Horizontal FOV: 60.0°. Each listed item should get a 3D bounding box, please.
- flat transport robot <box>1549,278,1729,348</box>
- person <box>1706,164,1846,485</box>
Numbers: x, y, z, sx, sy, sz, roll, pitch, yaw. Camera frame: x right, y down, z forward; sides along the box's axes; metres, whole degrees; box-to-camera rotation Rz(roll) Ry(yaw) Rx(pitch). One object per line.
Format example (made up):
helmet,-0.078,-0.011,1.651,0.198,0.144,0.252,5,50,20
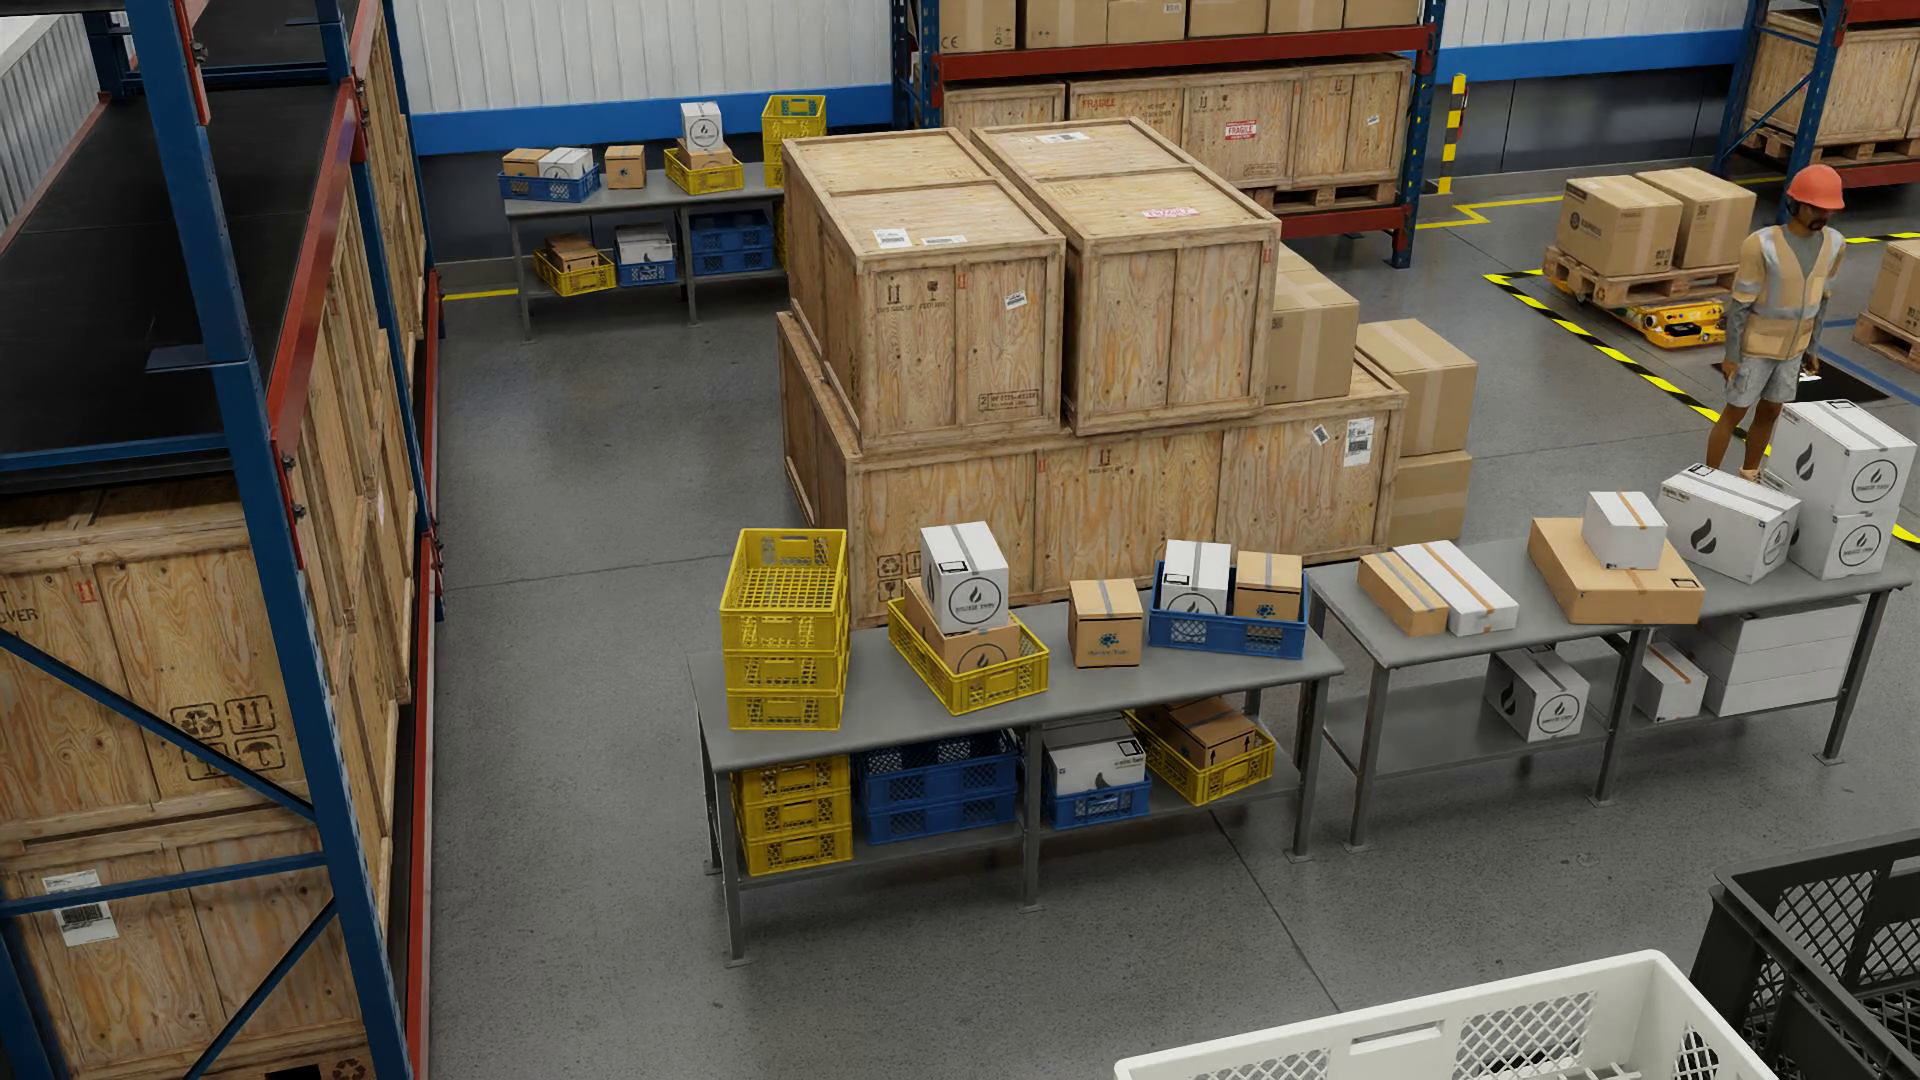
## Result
flat transport robot,5.085,-1.801,12.356,0.652,0.197,1.431,-8,30,-14
person,4.524,-1.078,9.235,0.606,2.046,0.365,-6,29,-11
